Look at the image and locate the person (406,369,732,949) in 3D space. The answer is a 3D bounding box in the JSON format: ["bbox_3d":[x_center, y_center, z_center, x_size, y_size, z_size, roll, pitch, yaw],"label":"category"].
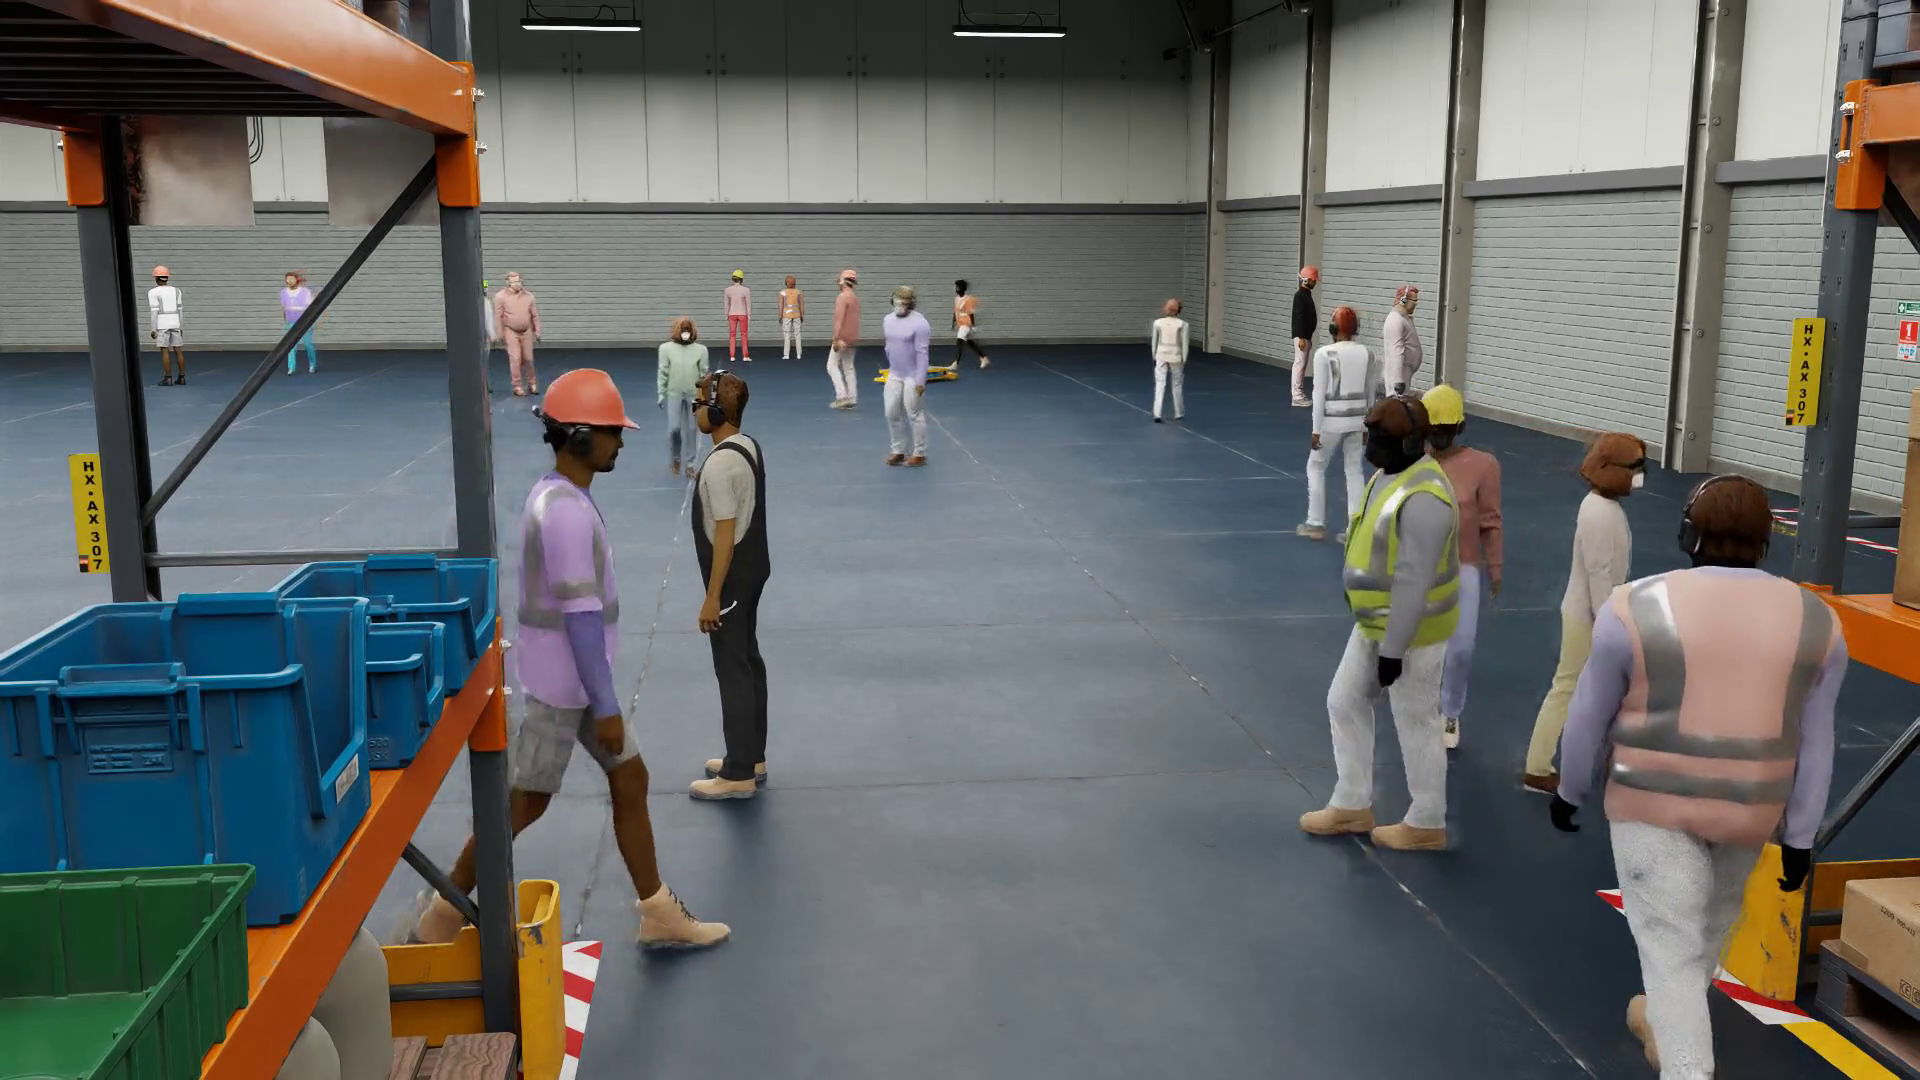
[{"bbox_3d":[-1.336,0.440,5.438,1.047,1.998,0.621,-2,11,-10],"label":"person"}]

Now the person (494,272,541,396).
[{"bbox_3d":[-6.693,-3.112,25.196,0.691,1.873,0.418,-8,13,-36],"label":"person"}]

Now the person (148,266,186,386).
[{"bbox_3d":[-12.845,-3.458,26.908,0.373,1.939,0.545,7,12,33],"label":"person"}]

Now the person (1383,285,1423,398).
[{"bbox_3d":[4.616,-1.702,17.385,0.410,1.905,0.640,3,11,15],"label":"person"}]

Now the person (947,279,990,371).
[{"bbox_3d":[0.158,-3.898,30.117,0.886,1.649,0.511,-4,11,-21],"label":"person"}]

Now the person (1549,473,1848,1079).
[{"bbox_3d":[1.952,0.714,4.454,0.634,1.799,0.953,1,10,3],"label":"person"}]

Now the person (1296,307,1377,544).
[{"bbox_3d":[2.961,-0.901,13.108,0.608,1.853,0.781,-4,11,-22],"label":"person"}]

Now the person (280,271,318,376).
[{"bbox_3d":[-11.585,-3.800,29.150,0.566,1.814,0.878,0,10,-1],"label":"person"}]

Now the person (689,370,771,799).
[{"bbox_3d":[-0.998,0.194,7.149,0.346,1.846,0.506,1,10,7],"label":"person"}]

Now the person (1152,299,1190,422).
[{"bbox_3d":[2.733,-2.337,21.697,0.520,1.599,0.847,4,11,20],"label":"person"}]

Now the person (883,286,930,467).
[{"bbox_3d":[-0.532,-1.685,17.295,0.646,1.897,0.599,8,13,36],"label":"person"}]

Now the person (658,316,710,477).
[{"bbox_3d":[-2.749,-1.426,16.624,0.529,1.617,0.348,-3,11,-17],"label":"person"}]

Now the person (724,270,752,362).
[{"bbox_3d":[-4.282,-4.319,32.101,0.526,1.768,0.331,2,10,8],"label":"person"}]

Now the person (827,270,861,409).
[{"bbox_3d":[-1.597,-2.784,23.216,0.428,1.943,0.712,5,12,26],"label":"person"}]

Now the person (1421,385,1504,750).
[{"bbox_3d":[2.237,0.141,7.742,0.561,1.734,0.505,3,11,16],"label":"person"}]

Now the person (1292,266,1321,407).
[{"bbox_3d":[4.917,-2.904,23.729,0.383,1.992,0.609,4,11,19],"label":"person"}]

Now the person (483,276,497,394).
[{"bbox_3d":[-7.325,-3.120,25.396,0.612,1.821,0.413,7,12,33],"label":"person"}]

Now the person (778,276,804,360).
[{"bbox_3d":[-3.313,-4.364,32.685,0.517,1.645,0.307,-4,11,-19],"label":"person"}]

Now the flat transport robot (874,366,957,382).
[{"bbox_3d":[-0.735,-2.755,27.628,0.652,0.197,1.431,7,13,35],"label":"flat transport robot"}]

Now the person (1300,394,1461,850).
[{"bbox_3d":[1.614,0.342,6.418,0.708,1.813,0.649,0,10,2],"label":"person"}]

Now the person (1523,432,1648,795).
[{"bbox_3d":[2.794,0.347,6.982,0.806,1.590,0.512,5,12,28],"label":"person"}]
